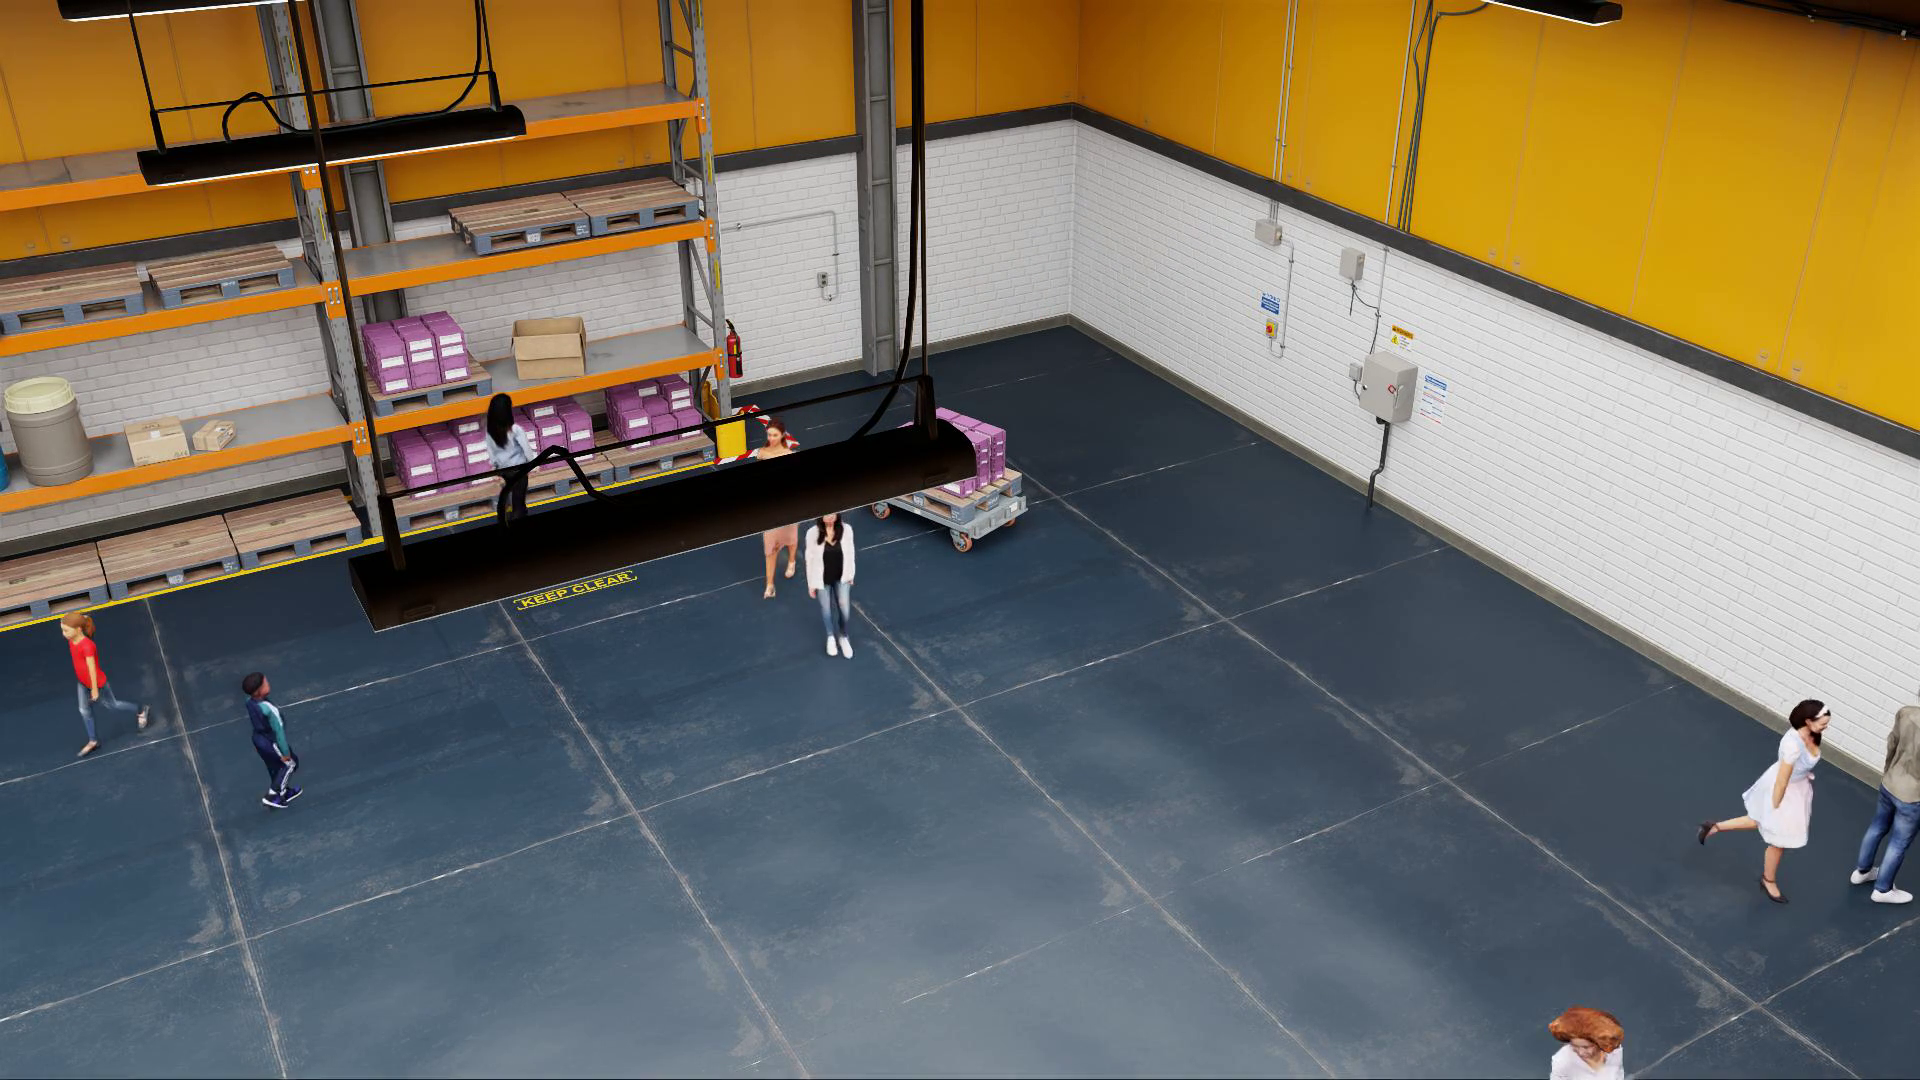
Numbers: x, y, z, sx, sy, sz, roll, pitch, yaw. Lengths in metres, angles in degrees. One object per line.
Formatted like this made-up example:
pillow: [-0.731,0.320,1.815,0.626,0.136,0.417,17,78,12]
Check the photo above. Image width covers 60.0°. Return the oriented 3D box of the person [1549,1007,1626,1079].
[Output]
person: [3.631,3.308,9.670,0.636,1.684,0.923,-15,32,-25]

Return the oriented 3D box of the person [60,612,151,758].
person: [-7.233,1.170,14.010,0.755,1.280,0.943,16,32,26]

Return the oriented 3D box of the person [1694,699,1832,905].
person: [5.935,1.873,12.193,0.895,1.786,1.038,21,35,34]

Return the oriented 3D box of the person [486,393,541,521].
person: [-4.571,-0.656,16.941,0.970,1.678,1.084,10,30,18]

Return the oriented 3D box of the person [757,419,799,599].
person: [-1.723,-0.367,16.297,1.095,1.788,1.100,5,29,9]

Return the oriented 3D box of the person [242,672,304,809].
person: [-5.525,1.616,13.221,0.624,1.252,0.691,19,34,31]

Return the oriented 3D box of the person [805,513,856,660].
person: [-1.194,0.302,15.242,0.644,1.625,0.758,-5,29,-9]

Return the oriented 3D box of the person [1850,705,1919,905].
person: [6.936,1.826,12.198,0.691,1.864,0.768,-6,29,-11]
